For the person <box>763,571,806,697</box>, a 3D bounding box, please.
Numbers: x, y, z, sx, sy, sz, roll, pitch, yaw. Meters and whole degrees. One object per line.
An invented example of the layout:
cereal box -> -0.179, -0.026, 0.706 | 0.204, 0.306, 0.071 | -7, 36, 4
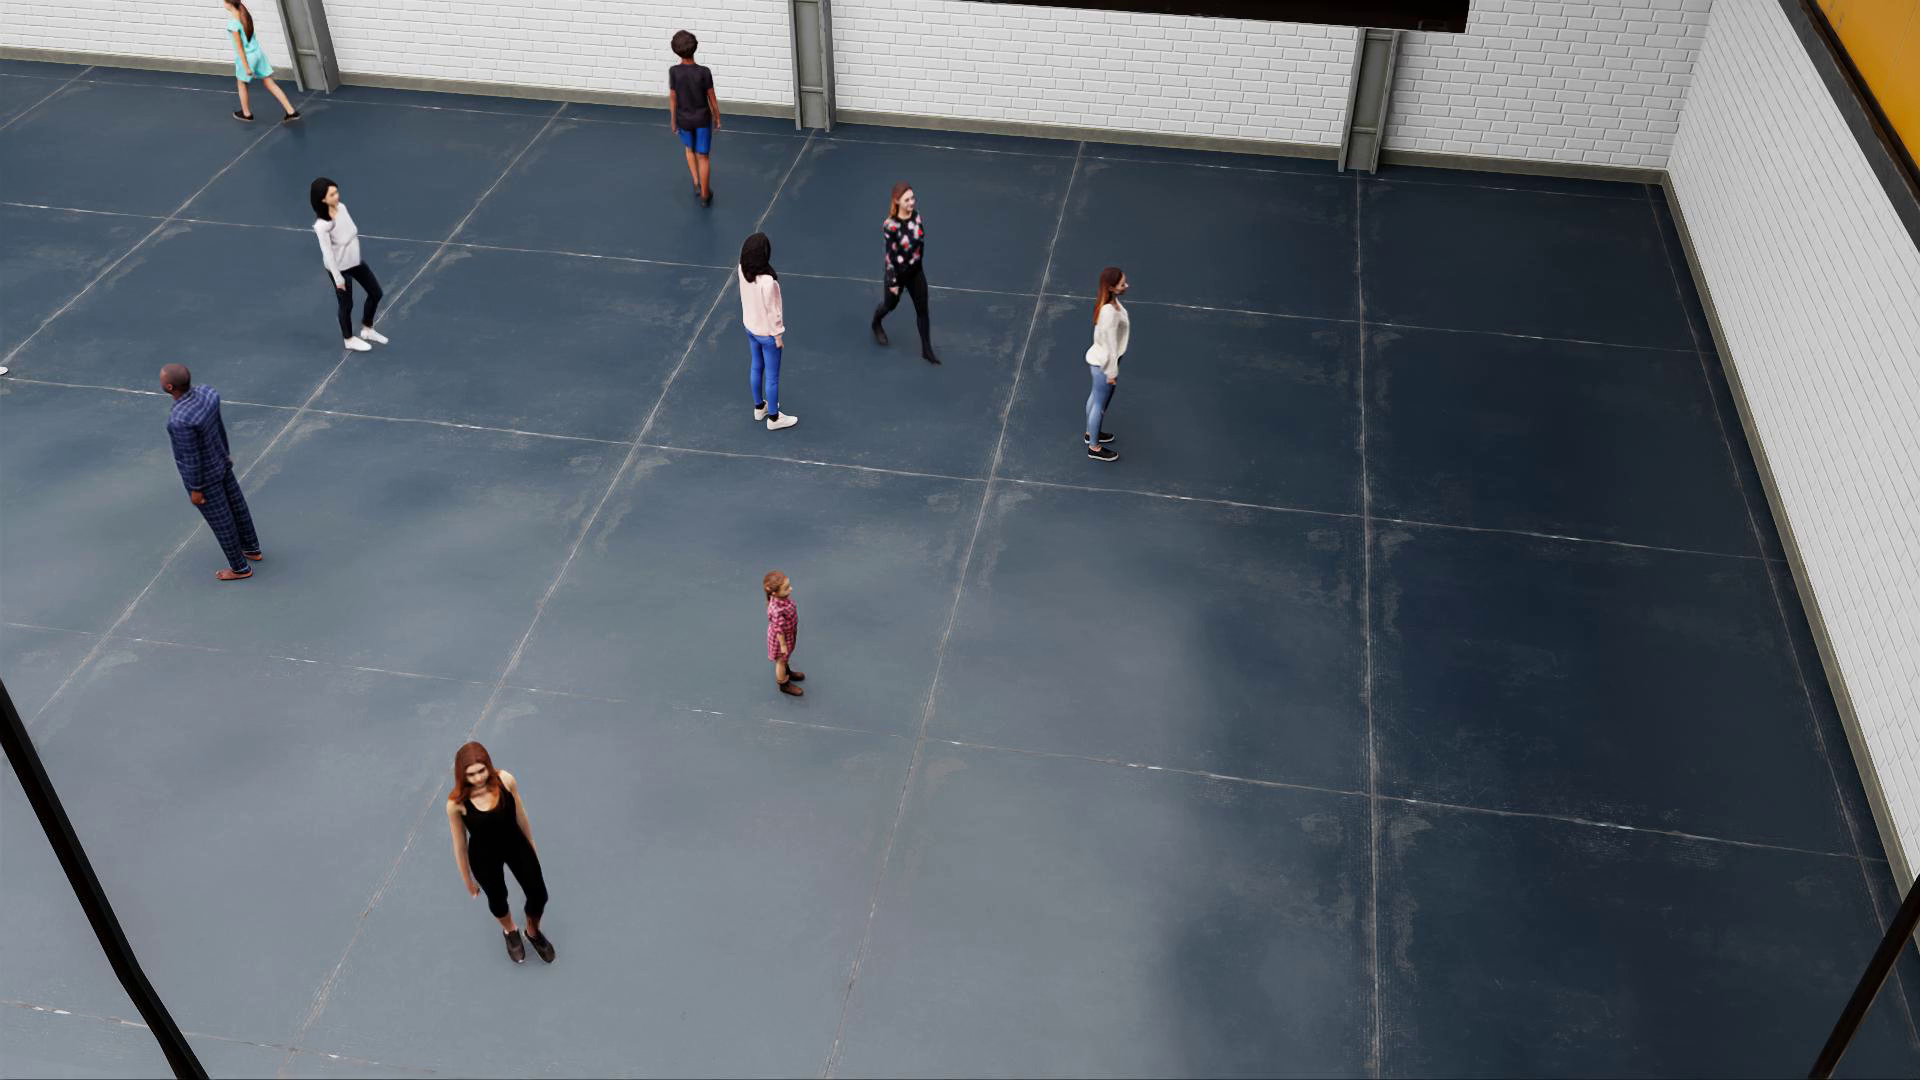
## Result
person -> -1.210, 0.614, 11.307 | 0.469, 1.022, 0.449 | 1, 39, 1

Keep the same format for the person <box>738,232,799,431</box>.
person -> -1.616, -1.714, 13.624 | 0.777, 1.769, 0.705 | -26, 45, -29

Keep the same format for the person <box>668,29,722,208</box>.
person -> -2.687, -4.192, 16.720 | 0.696, 1.779, 0.773 | 1, 39, 1

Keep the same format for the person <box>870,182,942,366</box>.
person -> -0.553, -2.359, 14.533 | 1.026, 1.643, 1.142 | -28, 46, -31

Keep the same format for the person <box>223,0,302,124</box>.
person -> -7.724, -5.280, 18.285 | 1.108, 1.526, 0.712 | 14, 41, 17

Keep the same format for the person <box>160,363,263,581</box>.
person -> -5.453, -0.508, 12.071 | 0.595, 1.824, 0.664 | 5, 39, 6

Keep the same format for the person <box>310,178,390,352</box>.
person -> -5.460, -2.401, 14.550 | 0.631, 1.686, 0.632 | 8, 39, 9

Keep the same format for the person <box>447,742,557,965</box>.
person -> -2.622, 1.714, 9.377 | 0.726, 1.713, 0.791 | -21, 43, -24

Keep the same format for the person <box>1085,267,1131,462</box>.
person -> 1.165, -1.431, 13.332 | 0.597, 1.691, 0.657 | 0, 39, 1
